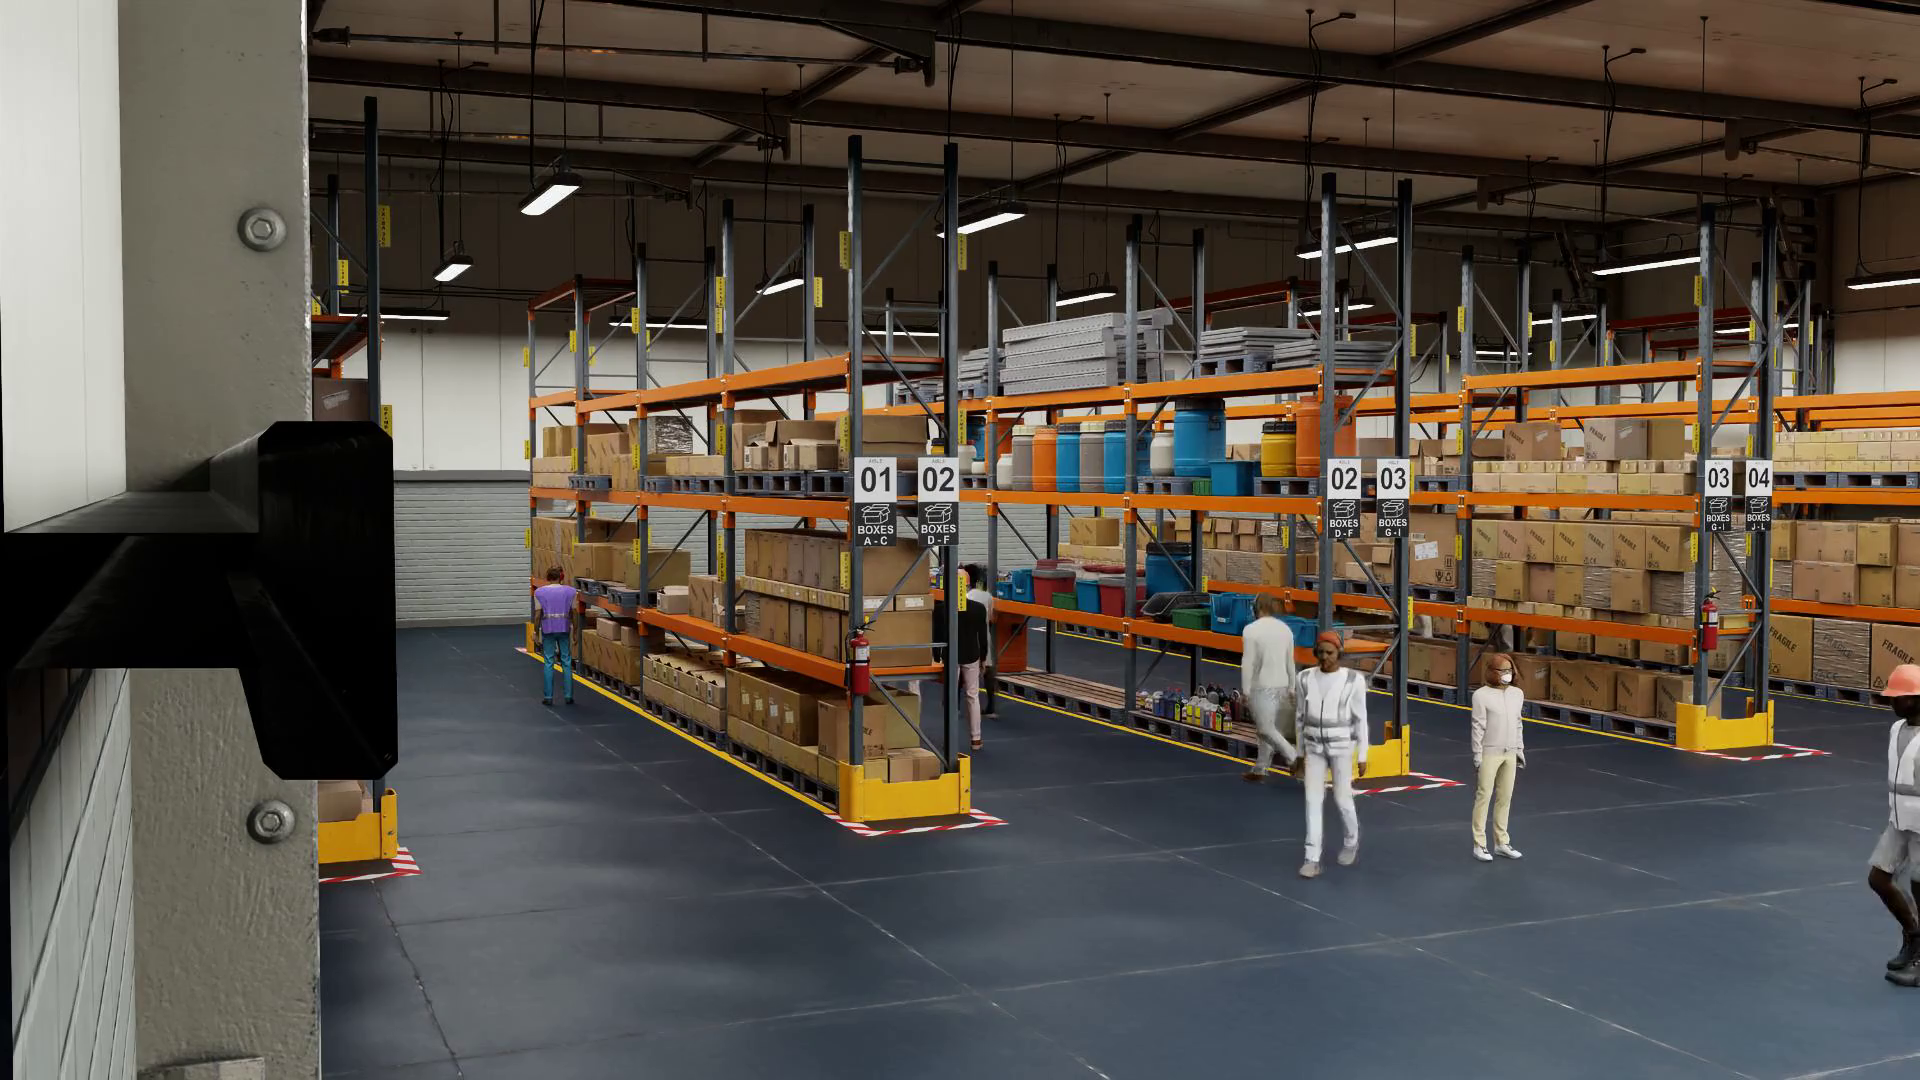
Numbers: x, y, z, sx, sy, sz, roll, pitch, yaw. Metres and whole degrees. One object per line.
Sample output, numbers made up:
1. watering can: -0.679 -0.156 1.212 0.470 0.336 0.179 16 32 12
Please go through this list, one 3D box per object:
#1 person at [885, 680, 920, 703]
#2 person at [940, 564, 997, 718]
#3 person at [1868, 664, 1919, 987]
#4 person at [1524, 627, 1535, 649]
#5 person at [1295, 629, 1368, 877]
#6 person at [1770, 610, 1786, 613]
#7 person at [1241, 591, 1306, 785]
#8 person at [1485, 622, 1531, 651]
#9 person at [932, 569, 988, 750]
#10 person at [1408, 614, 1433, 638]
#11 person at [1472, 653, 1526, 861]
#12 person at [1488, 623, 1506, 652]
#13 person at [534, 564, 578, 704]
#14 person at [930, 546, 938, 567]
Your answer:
1. person: -0.700 1.277 21.502 0.606 1.930 1.061 -1 2 -15
2. person: 0.140 1.256 22.481 0.618 1.906 1.015 -2 3 -35
3. person: 5.697 1.704 10.719 0.400 1.923 0.541 0 2 -8
4. person: 8.377 1.031 26.905 0.624 2.013 0.444 -1 3 -31
5. person: 2.855 1.613 13.758 0.595 1.866 0.766 2 3 34
6. person: 13.547 1.021 29.597 0.592 1.832 0.404 -1 3 -30
7. person: 3.070 1.455 17.423 0.649 1.906 0.816 -2 3 -36
8. person: 8.028 1.161 26.185 0.641 1.820 0.547 -1 2 -27
9. person: 0.000 1.316 19.808 0.612 1.994 0.395 0 2 -2
10. person: 7.522 1.047 29.410 0.656 1.794 0.930 -1 2 -17
11. person: 4.267 1.709 14.193 0.507 1.631 0.266 -1 2 -25
12. person: 7.875 1.099 26.342 0.382 1.924 0.594 0 2 -10
13. person: -5.331 1.246 23.637 0.565 1.838 0.384 -1 2 -19
14. person: -0.412 0.758 34.521 0.406 1.987 0.615 1 2 28
